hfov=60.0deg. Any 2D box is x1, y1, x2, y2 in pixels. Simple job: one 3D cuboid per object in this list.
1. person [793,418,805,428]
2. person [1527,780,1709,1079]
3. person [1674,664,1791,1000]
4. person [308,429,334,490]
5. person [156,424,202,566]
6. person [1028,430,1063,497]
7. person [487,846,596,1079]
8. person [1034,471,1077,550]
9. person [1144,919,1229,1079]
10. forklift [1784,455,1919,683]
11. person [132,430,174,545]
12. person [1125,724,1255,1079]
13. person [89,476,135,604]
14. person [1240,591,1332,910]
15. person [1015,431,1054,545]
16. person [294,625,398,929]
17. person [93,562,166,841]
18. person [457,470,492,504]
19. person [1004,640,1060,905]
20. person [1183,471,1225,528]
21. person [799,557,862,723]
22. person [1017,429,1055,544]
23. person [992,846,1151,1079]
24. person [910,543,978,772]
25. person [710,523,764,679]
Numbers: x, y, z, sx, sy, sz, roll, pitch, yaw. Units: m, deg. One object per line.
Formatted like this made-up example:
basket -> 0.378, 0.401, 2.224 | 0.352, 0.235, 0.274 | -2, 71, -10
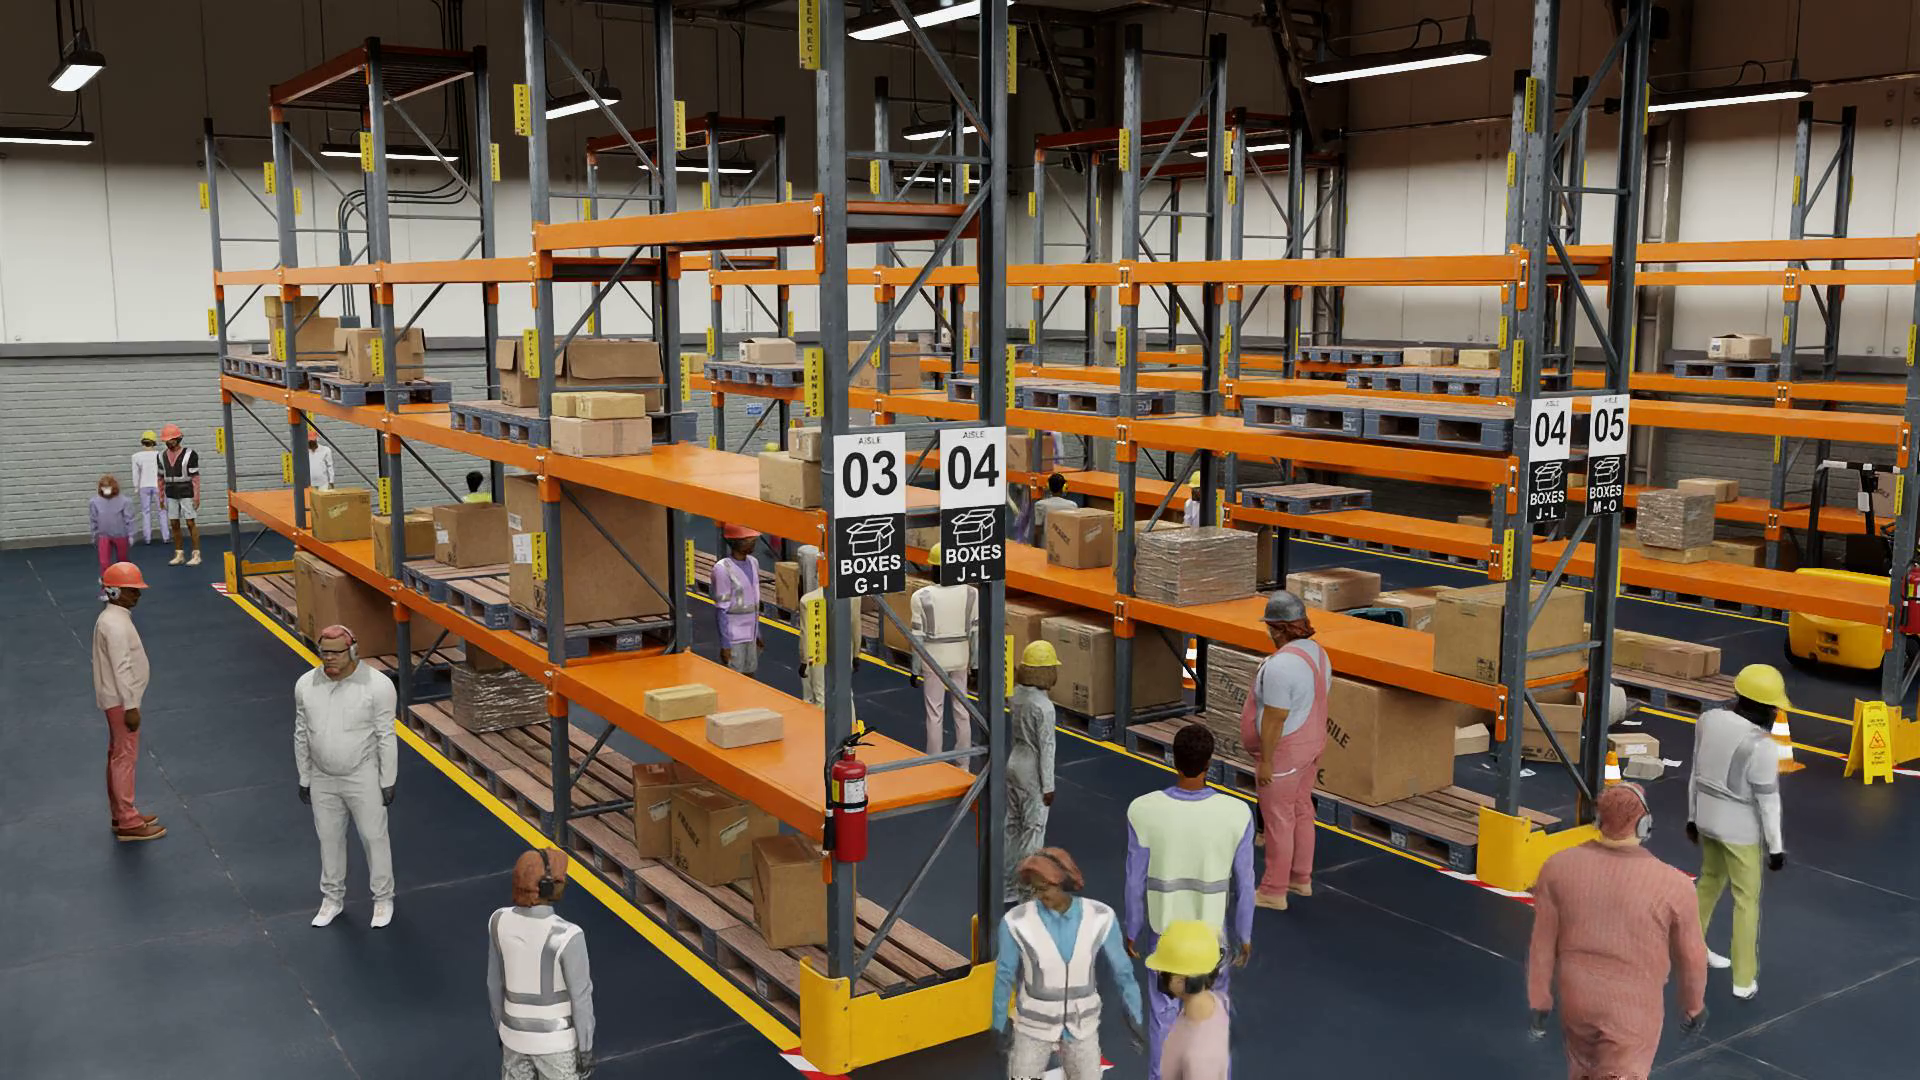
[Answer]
person -> -2.901, -1.370, 29.832 | 0.279, 1.634, 0.498 | 4, 9, 22
person -> 2.786, 1.942, 7.044 | 0.656, 1.858, 0.974 | 8, 11, 42
person -> 4.312, 1.590, 9.294 | 0.405, 1.890, 0.651 | -2, 9, -14
person -> -10.310, -0.935, 26.589 | 0.575, 1.739, 0.349 | -3, 9, -21
person -> -11.100, -0.629, 23.607 | 0.611, 2.029, 0.409 | 1, 9, 4
person -> 1.489, -1.364, 29.238 | 0.655, 1.815, 0.462 | 2, 9, 15
person -> -1.724, 2.075, 6.881 | 0.523, 1.636, 0.310 | 5, 10, 28
person -> 1.089, 0.157, 18.886 | 0.531, 1.869, 0.310 | 1, 9, 4
person -> 0.911, 2.174, 5.851 | 0.649, 1.752, 0.532 | 2, 9, 11
forklift -> 9.643, 0.253, 17.172 | 2.313, 2.155, 1.214 | -6, 10, -33
person -> -12.434, -0.801, 25.603 | 0.525, 1.769, 0.327 | -2, 9, -13
person -> 1.067, 1.806, 7.745 | 0.598, 1.917, 0.375 | 1, 9, 6
person -> -10.619, 0.000, 20.826 | 0.524, 1.582, 0.839 | -3, 9, -17
person -> 2.061, 1.311, 10.630 | 0.535, 2.000, 0.686 | 6, 11, 37
person -> 1.244, -0.724, 24.941 | 0.973, 1.809, 0.518 | -2, 9, -13
person -> -3.768, 1.450, 10.201 | 0.641, 1.899, 0.394 | 1, 9, 4
person -> -5.968, 1.145, 11.909 | 0.392, 1.990, 0.611 | -5, 10, -30
person -> -5.996, -0.031, 20.763 | 0.547, 1.677, 0.591 | -7, 11, -40
person -> 0.468, 1.486, 10.490 | 0.346, 1.734, 0.482 | -4, 10, -27
person -> 2.810, 0.104, 19.411 | 0.405, 1.824, 0.594 | -6, 11, -37
person -> -1.098, 0.964, 13.920 | 0.569, 1.741, 0.347 | -4, 10, -27
person -> 1.170, -0.859, 25.649 | 0.608, 1.883, 0.355 | 0, 9, -1
person -> 0.452, 2.055, 7.065 | 0.657, 1.631, 0.430 | -2, 9, -12
person -> -0.124, 0.973, 13.262 | 0.594, 1.925, 0.372 | -3, 9, -20
person -> -1.840, 0.800, 14.013 | 0.360, 2.047, 0.615 | 3, 9, 22
